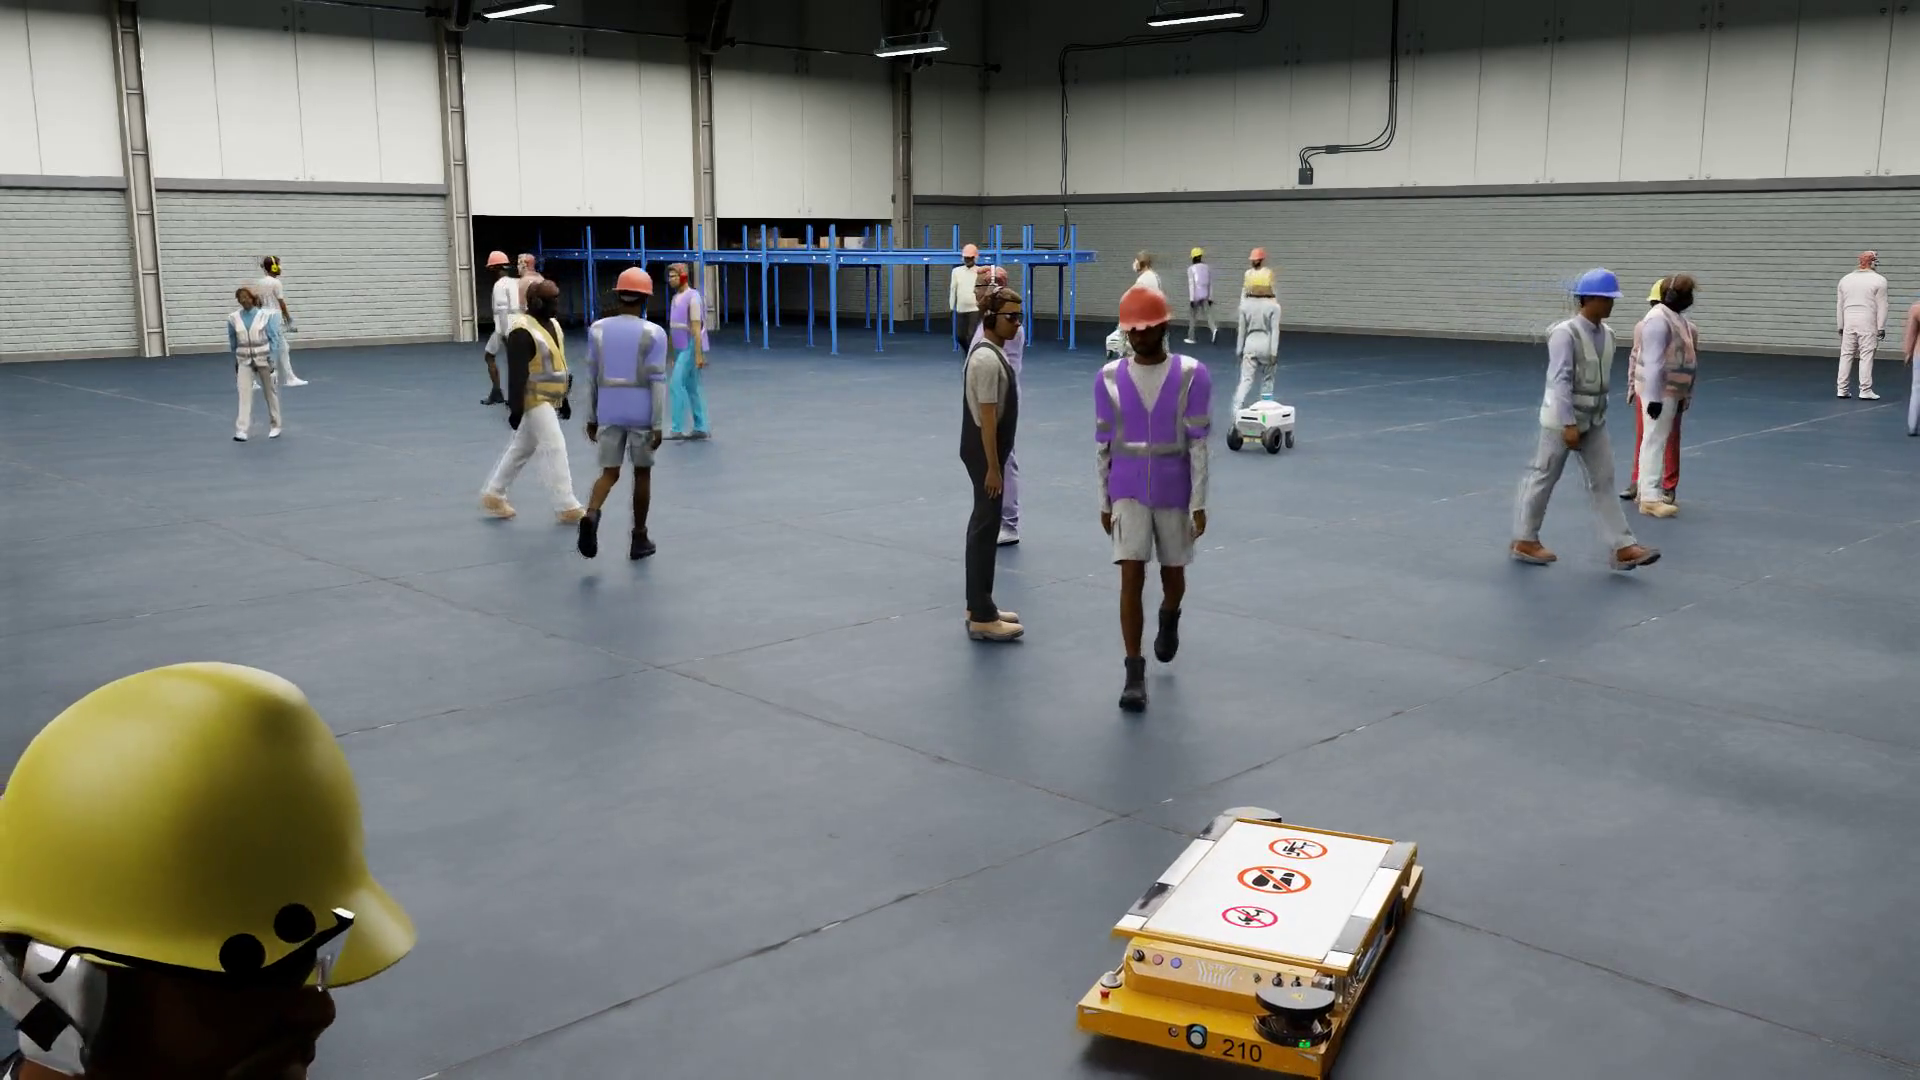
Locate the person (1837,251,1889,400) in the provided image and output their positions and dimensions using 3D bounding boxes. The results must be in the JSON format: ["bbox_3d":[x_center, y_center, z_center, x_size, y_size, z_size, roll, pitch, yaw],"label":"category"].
[{"bbox_3d":[11.696,-2.779,21.547,0.408,1.908,0.645,-7,12,-32],"label":"person"}]

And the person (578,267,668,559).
[{"bbox_3d":[-2.181,-0.791,10.719,0.594,1.905,0.778,2,11,10],"label":"person"}]

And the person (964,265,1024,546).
[{"bbox_3d":[0.224,-0.924,11.434,0.402,1.906,0.651,-1,10,-6],"label":"person"}]

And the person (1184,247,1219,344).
[{"bbox_3d":[4.702,-4.741,32.323,0.599,1.889,0.876,-5,12,-26],"label":"person"}]

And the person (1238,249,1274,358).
[{"bbox_3d":[5.115,-4.059,28.616,1.018,1.886,0.566,-10,14,-44],"label":"person"}]

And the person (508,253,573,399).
[{"bbox_3d":[-5.459,-2.748,21.465,0.751,1.886,0.652,3,11,14],"label":"person"}]

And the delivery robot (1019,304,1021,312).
[{"bbox_3d":[1.251,-5.826,41.711,0.477,0.478,0.707,-4,11,-20],"label":"delivery robot"}]

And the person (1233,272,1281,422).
[{"bbox_3d":[3.271,-2.095,18.359,0.484,1.717,0.775,6,12,31],"label":"person"}]

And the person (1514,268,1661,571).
[{"bbox_3d":[3.948,-0.748,10.486,0.619,1.892,0.981,-6,12,-30],"label":"person"}]

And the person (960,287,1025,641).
[{"bbox_3d":[0.171,-0.411,8.811,0.346,1.842,0.505,0,10,0],"label":"person"}]

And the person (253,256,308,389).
[{"bbox_3d":[-9.626,-3.038,23.180,0.915,1.837,0.504,-9,14,-42],"label":"person"}]

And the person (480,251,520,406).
[{"bbox_3d":[-5.722,-2.620,20.672,0.699,1.911,0.550,2,11,12],"label":"person"}]

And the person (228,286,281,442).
[{"bbox_3d":[-7.290,-1.822,17.181,0.519,1.592,0.855,-1,10,-4],"label":"person"}]

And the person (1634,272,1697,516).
[{"bbox_3d":[5.439,-1.144,12.843,0.431,1.841,0.629,7,12,34],"label":"person"}]

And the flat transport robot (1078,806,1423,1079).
[{"bbox_3d":[0.907,1.116,4.882,0.652,0.197,1.431,5,11,25],"label":"flat transport robot"}]

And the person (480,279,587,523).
[{"bbox_3d":[-3.199,-1.032,12.357,0.939,1.801,0.623,1,10,5],"label":"person"}]

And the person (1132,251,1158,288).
[{"bbox_3d":[2.527,-2.868,22.026,0.874,1.914,0.630,2,11,10],"label":"person"}]

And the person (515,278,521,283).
[{"bbox_3d":[-7.491,-3.968,28.853,0.515,1.597,0.841,-5,12,-26],"label":"person"}]

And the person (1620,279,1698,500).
[{"bbox_3d":[5.569,-1.184,13.239,0.327,1.765,0.528,-9,14,-42],"label":"person"}]

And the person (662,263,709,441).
[{"bbox_3d":[-2.933,-1.925,17.112,0.743,1.818,0.610,-5,12,-26],"label":"person"}]

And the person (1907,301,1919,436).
[{"bbox_3d":[10.249,-1.964,17.499,0.529,1.768,0.323,9,14,41],"label":"person"}]

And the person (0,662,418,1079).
[{"bbox_3d":[-0.559,0.981,1.265,0.404,1.822,0.600,-2,11,-11],"label":"person"}]

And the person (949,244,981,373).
[{"bbox_3d":[0.159,-3.569,25.661,0.639,1.979,0.606,4,11,19],"label":"person"}]

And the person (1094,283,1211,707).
[{"bbox_3d":[0.892,-0.235,7.707,0.540,1.905,0.820,2,11,11],"label":"person"}]

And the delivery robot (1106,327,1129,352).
[{"bbox_3d":[2.754,-3.443,28.717,0.477,0.478,0.707,3,11,16],"label":"delivery robot"}]

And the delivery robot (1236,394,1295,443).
[{"bbox_3d":[3.041,-1.210,16.540,0.477,0.478,0.707,8,13,36],"label":"delivery robot"}]

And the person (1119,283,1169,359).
[{"bbox_3d":[1.990,-1.965,17.912,0.532,1.608,0.567,3,11,14],"label":"person"}]
